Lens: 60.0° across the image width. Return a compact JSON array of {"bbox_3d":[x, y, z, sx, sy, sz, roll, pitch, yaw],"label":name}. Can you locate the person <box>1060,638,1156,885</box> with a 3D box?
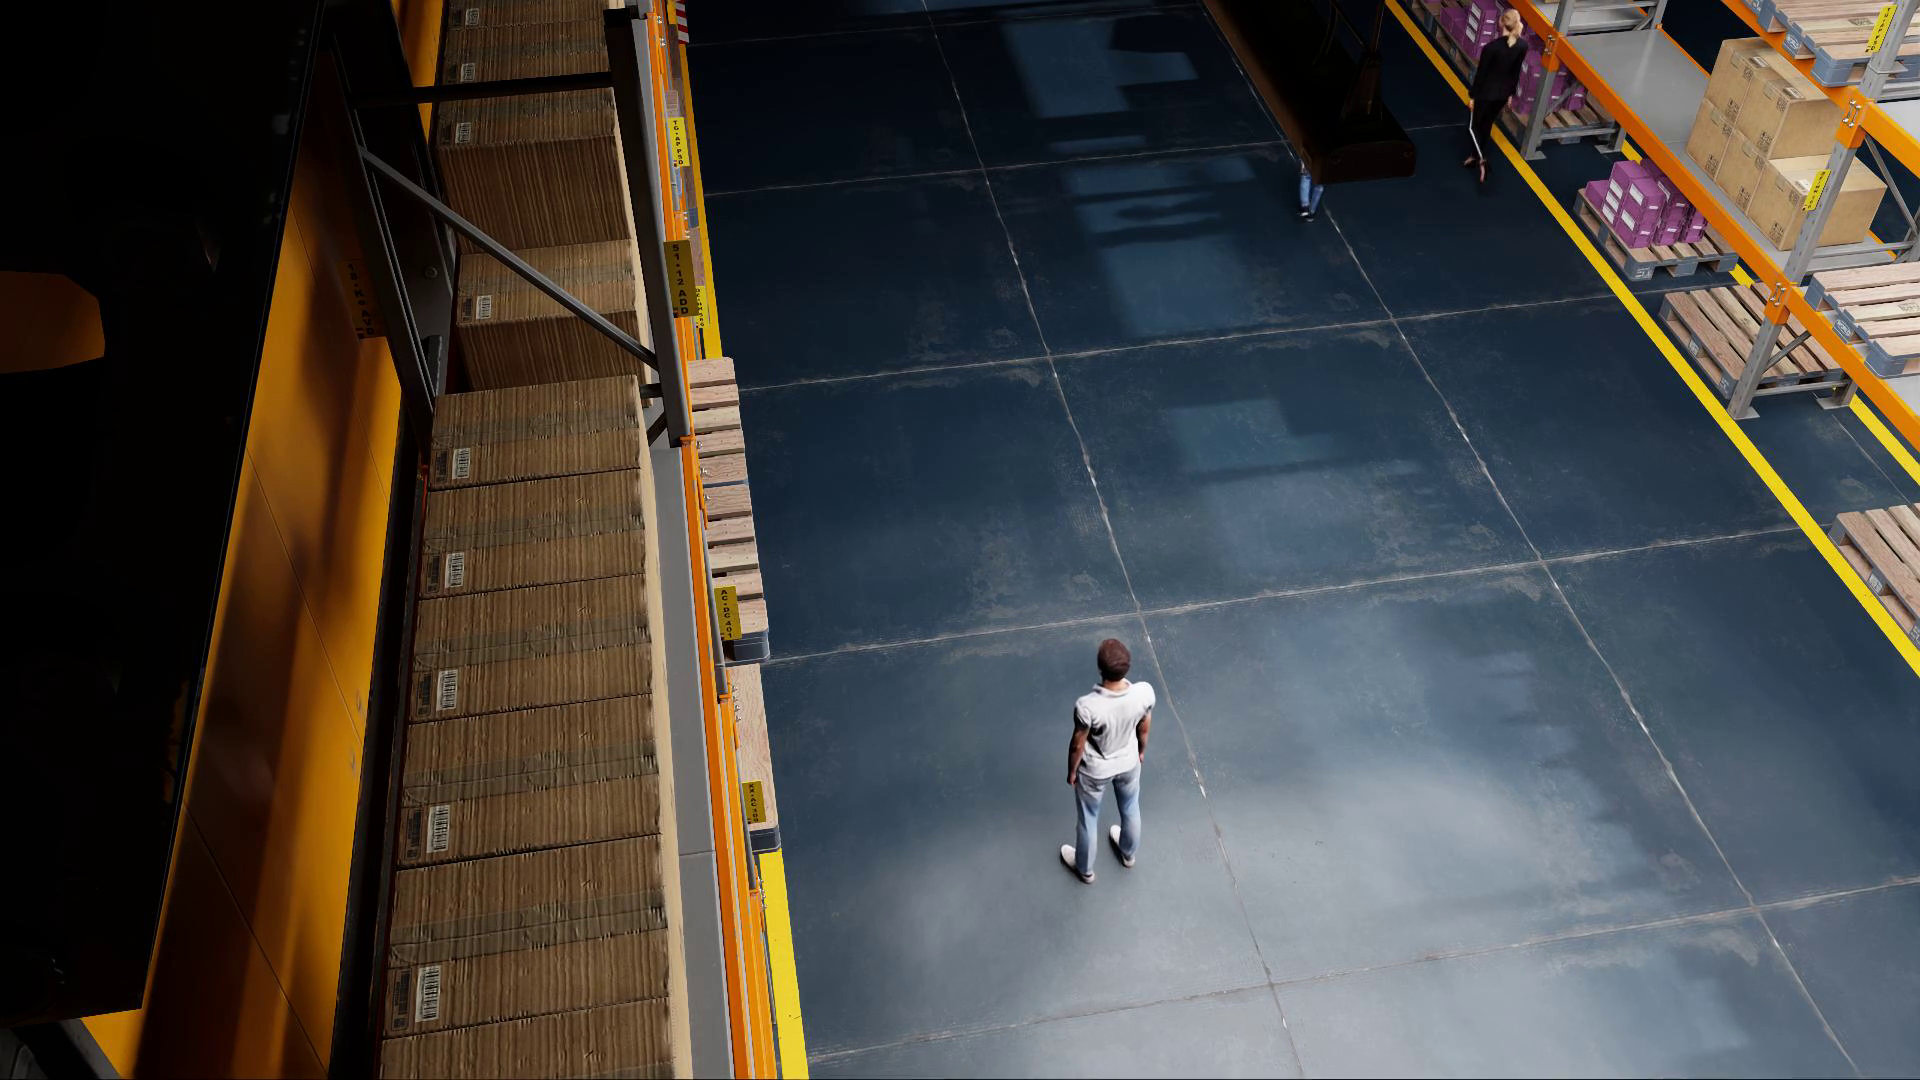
[{"bbox_3d":[0.855,1.284,9.528,0.684,1.848,0.618,-15,46,-16],"label":"person"}]

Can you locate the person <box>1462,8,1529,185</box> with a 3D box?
[{"bbox_3d":[4.880,-4.015,15.205,0.653,1.690,0.897,-9,44,-9],"label":"person"}]
